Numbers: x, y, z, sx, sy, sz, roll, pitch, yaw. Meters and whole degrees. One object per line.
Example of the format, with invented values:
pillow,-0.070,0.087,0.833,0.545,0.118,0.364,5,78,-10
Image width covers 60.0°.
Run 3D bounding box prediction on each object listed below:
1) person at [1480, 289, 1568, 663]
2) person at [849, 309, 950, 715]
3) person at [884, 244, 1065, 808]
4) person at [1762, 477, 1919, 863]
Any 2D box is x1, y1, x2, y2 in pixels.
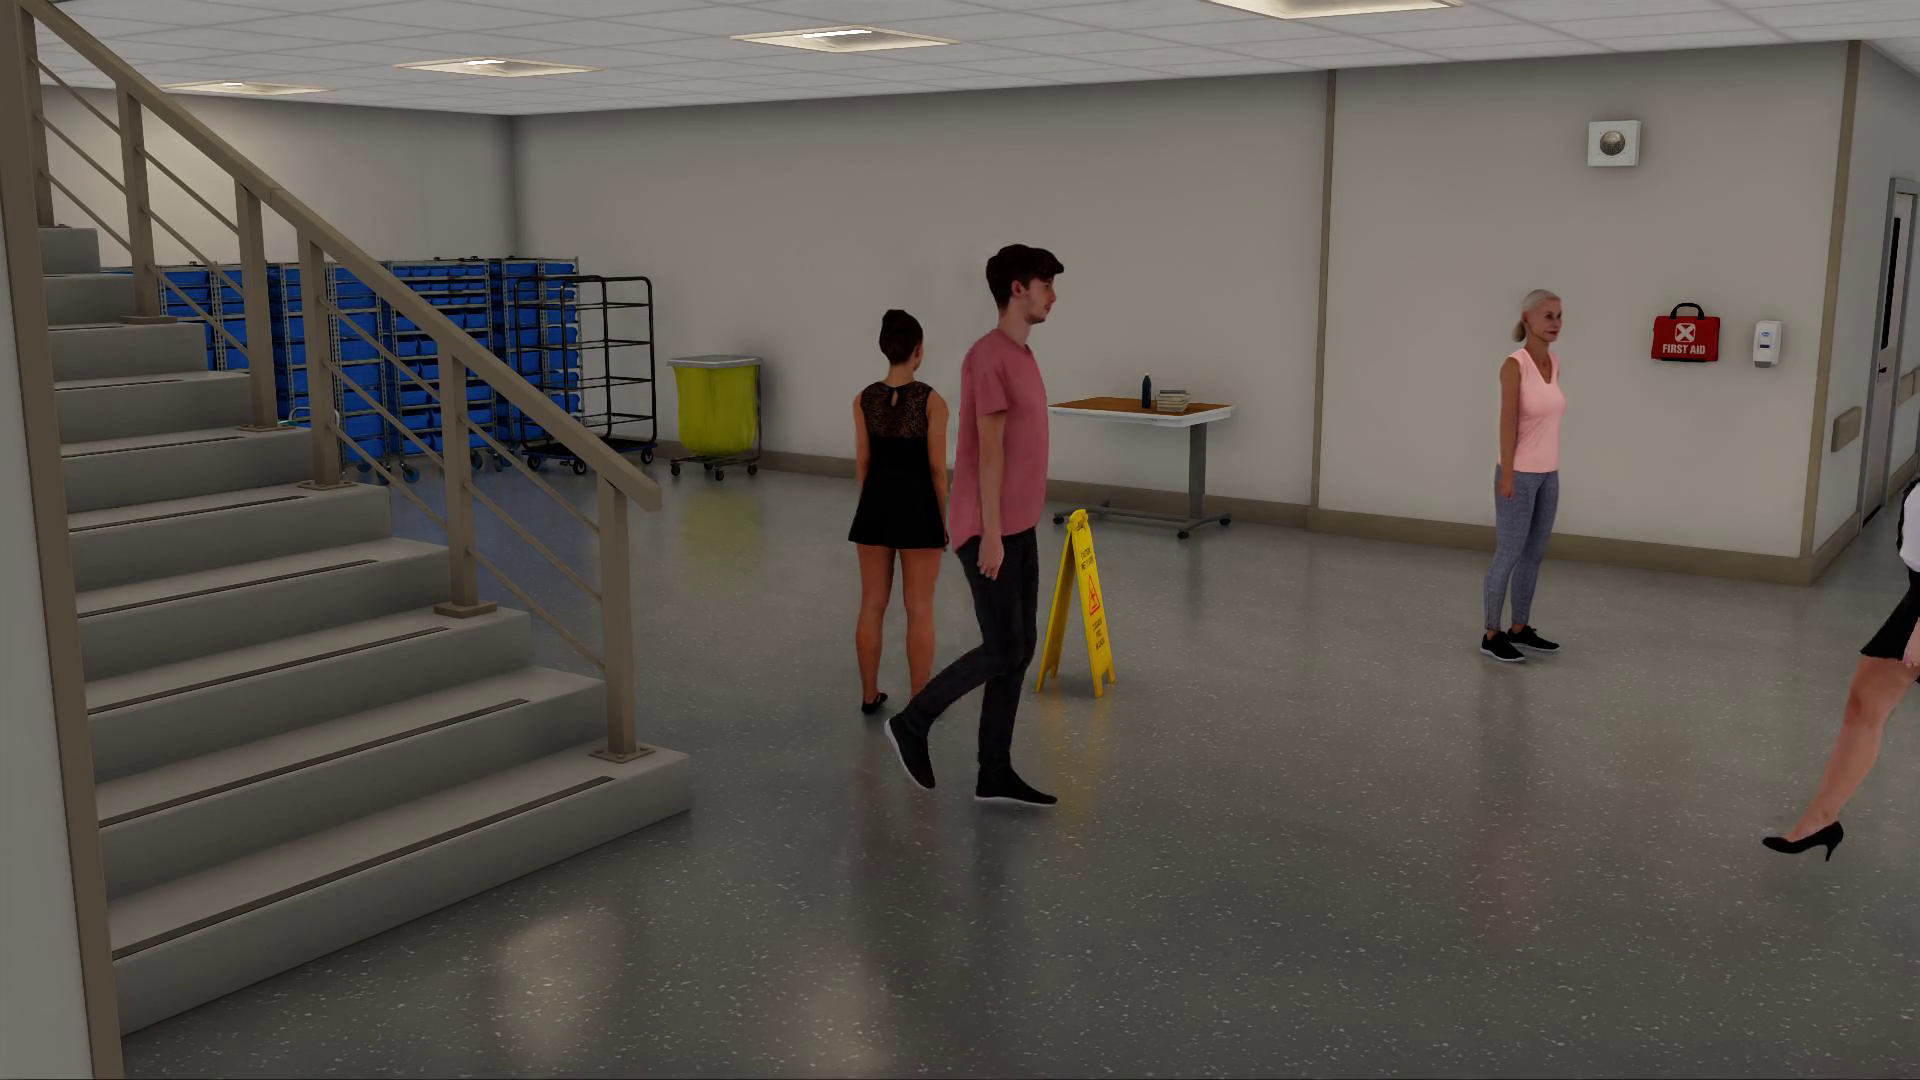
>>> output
person,2.664,-0.312,7.817,0.614,1.725,0.603,-8,13,-35
person,-0.255,-0.105,6.852,0.599,1.679,0.713,3,11,15
person,0.040,-0.027,5.745,0.943,1.938,0.809,4,11,21
person,3.041,0.292,4.965,1.134,1.602,0.792,4,11,18
